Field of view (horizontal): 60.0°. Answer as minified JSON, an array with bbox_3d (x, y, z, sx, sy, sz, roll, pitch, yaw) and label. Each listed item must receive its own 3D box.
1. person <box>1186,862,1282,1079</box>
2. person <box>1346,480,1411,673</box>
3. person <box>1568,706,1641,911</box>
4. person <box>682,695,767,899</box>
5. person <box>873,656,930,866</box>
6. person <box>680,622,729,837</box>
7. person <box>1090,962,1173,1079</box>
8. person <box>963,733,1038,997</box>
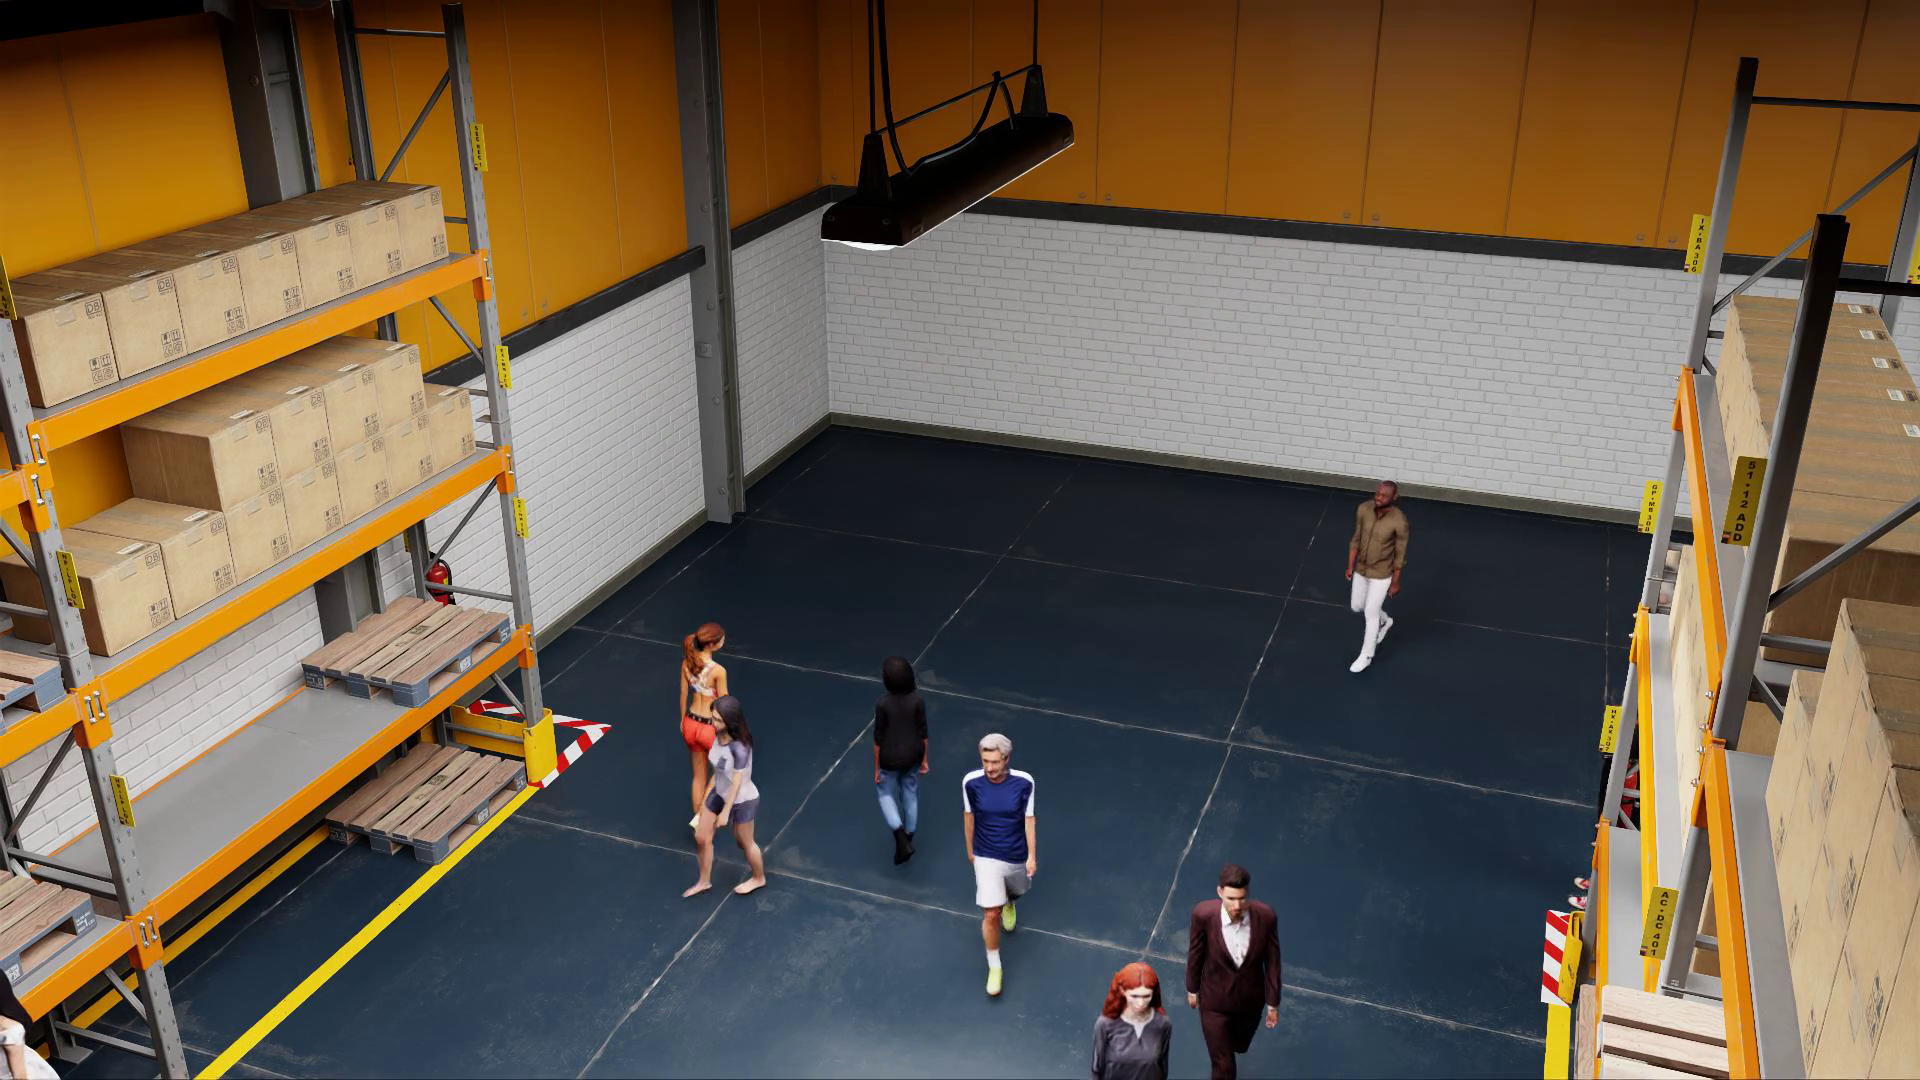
[{"bbox_3d":[1.563,2.606,9.655,1.001,1.845,1.295,-2,24,-4],"label":"person"},{"bbox_3d":[3.790,0.279,15.029,1.075,1.804,0.977,-18,30,-36],"label":"person"},{"bbox_3d":[4.606,1.792,11.635,0.695,1.751,0.519,11,26,24],"label":"person"},{"bbox_3d":[-1.513,1.802,11.699,0.955,1.680,0.859,-15,28,-30],"label":"person"},{"bbox_3d":[-0.419,1.650,12.038,0.808,1.688,0.885,-7,25,-16],"label":"person"},{"bbox_3d":[-1.908,1.468,12.350,0.702,1.772,0.704,10,25,21],"label":"person"},{"bbox_3d":[0.878,2.971,8.939,0.826,1.750,1.178,1,24,1],"label":"person"},{"bbox_3d":[0.282,2.029,11.032,0.917,1.799,1.259,-1,24,-1],"label":"person"}]
